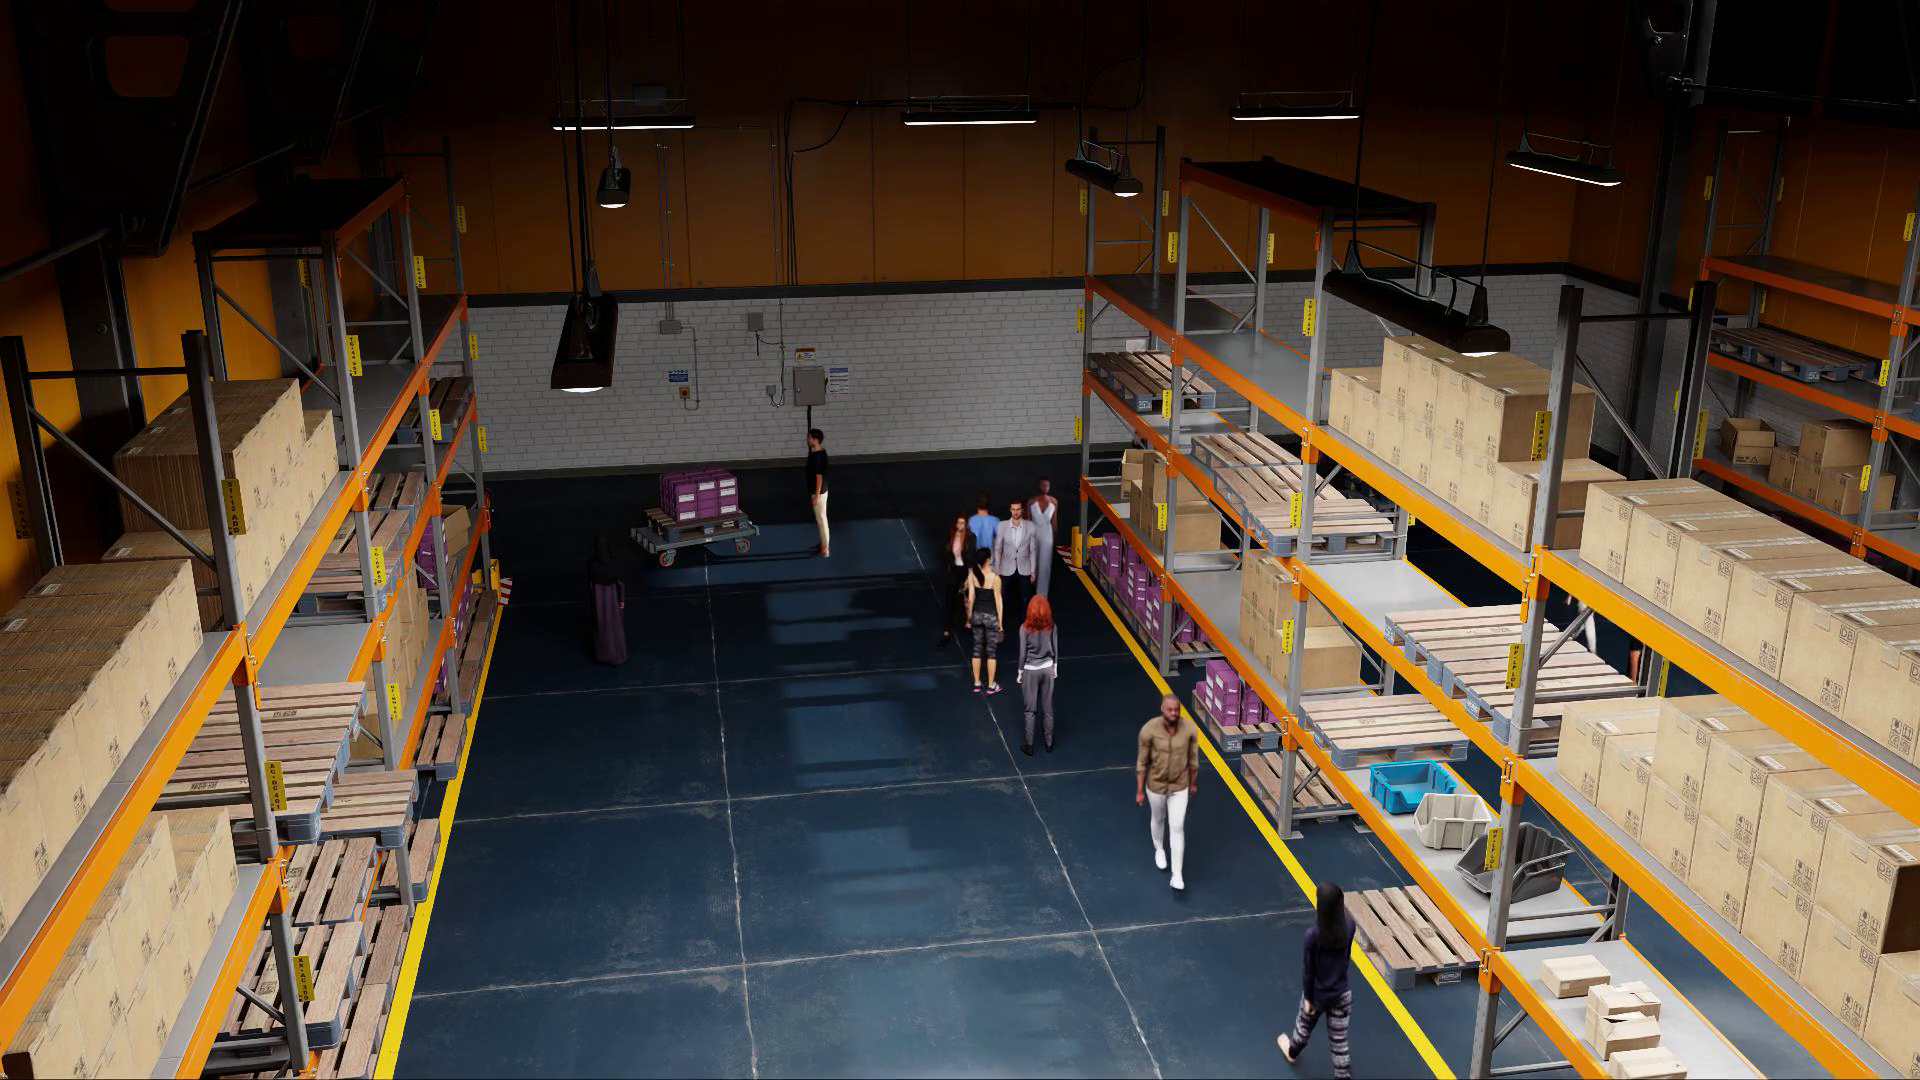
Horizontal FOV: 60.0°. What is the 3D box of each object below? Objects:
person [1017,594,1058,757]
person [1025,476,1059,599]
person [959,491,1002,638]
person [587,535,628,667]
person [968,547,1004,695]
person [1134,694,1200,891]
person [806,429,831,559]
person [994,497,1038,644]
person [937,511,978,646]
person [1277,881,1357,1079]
[{"bbox_3d":[0.813,1.406,17.474,0.610,1.779,0.518,-6,19,-16],"label":"person"},{"bbox_3d":[1.033,0.005,21.677,0.643,1.751,1.055,-3,19,-9],"label":"person"},{"bbox_3d":[0.273,0.334,20.547,0.672,1.848,0.671,-3,19,-8],"label":"person"},{"bbox_3d":[-4.223,0.705,19.809,0.629,1.616,0.640,-1,19,-2],"label":"person"},{"bbox_3d":[0.283,0.915,19.013,0.650,1.727,0.685,9,20,24],"label":"person"},{"bbox_3d":[1.869,2.202,15.096,0.899,1.788,1.186,0,19,1],"label":"person"},{"bbox_3d":[-1.992,-0.676,23.535,0.739,1.855,0.514,0,19,-1],"label":"person"},{"bbox_3d":[0.682,0.356,20.477,0.716,1.852,0.638,0,19,1],"label":"person"},{"bbox_3d":[0.095,0.441,20.534,1.012,1.655,1.199,9,21,25],"label":"person"},{"bbox_3d":[2.697,3.302,11.985,0.721,1.689,1.082,-6,19,-17],"label":"person"}]
